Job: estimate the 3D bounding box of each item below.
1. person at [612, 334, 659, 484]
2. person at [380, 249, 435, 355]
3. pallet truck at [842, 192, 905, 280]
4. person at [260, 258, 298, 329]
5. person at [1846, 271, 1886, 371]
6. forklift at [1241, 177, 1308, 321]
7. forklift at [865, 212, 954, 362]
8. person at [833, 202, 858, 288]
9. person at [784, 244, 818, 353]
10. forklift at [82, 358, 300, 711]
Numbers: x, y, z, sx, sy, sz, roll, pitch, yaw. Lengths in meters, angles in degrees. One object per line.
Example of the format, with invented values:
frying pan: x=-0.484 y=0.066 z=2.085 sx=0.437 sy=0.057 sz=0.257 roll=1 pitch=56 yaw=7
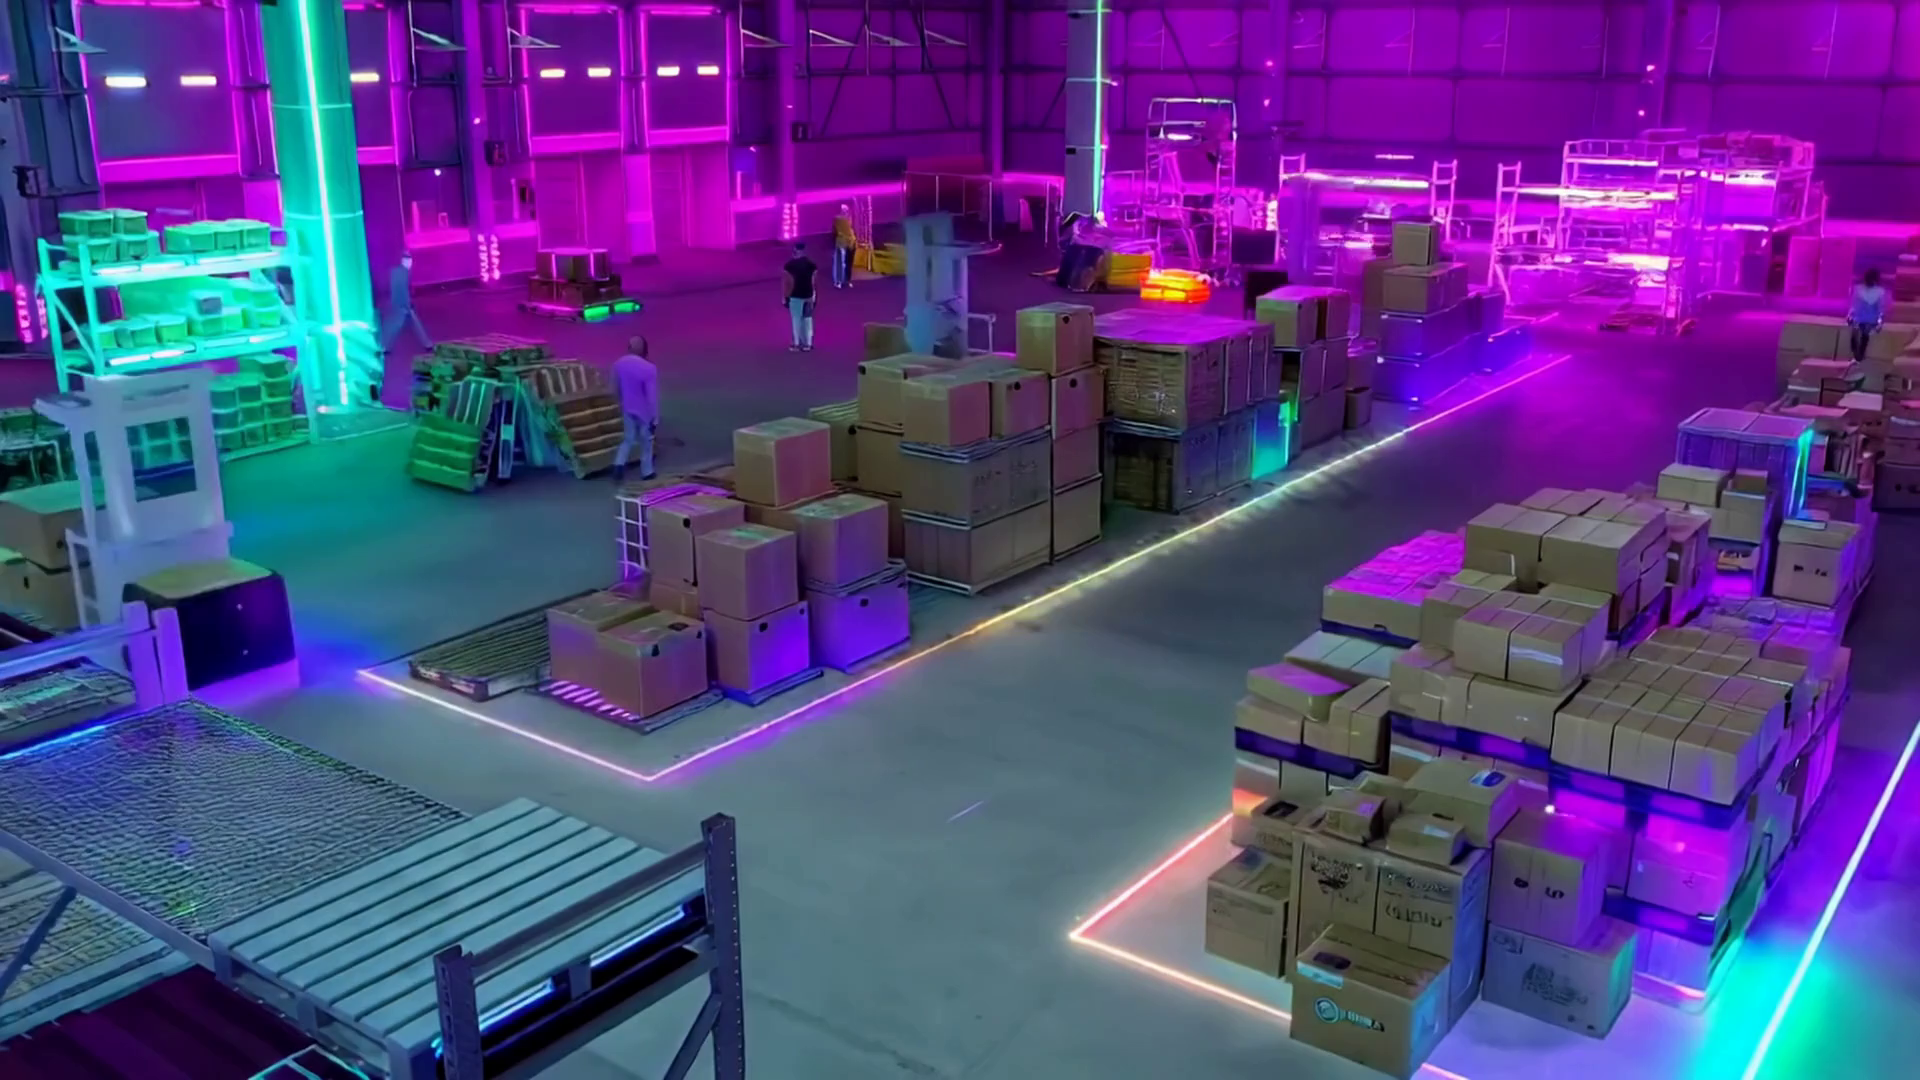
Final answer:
person: x=-4.050 y=-1.607 z=20.732 sx=0.647 sy=1.924 sz=0.657 roll=8 pitch=19 yaw=26
person: x=-9.841 y=-4.203 z=29.418 sx=1.026 sy=1.876 sz=0.607 roll=-10 pitch=19 yaw=-30
pallet truck: x=-1.936 y=-7.159 z=38.982 sx=1.885 sy=1.965 sz=0.823 roll=-12 pitch=21 yaw=-34
person: x=-13.089 y=-4.805 z=31.753 sx=0.799 sy=1.670 sz=0.537 roll=-15 pitch=22 yaw=-40
person: x=15.265 y=-3.705 z=28.078 sx=0.540 sy=1.690 sz=0.460 roll=9 pitch=19 yaw=27
forklift: x=6.514 y=-5.649 z=32.479 sx=1.873 sy=2.768 sz=1.129 roll=3 pitch=17 yaw=8
forklift: x=-0.496 y=-3.696 z=26.012 sx=1.873 sy=2.768 sz=1.129 roll=12 pitch=20 yaw=34
person: x=-2.565 y=-6.628 z=37.372 sx=0.581 sy=1.919 sz=0.398 roll=3 pitch=17 yaw=10
person: x=-2.835 y=-4.310 z=29.675 sx=0.634 sy=1.929 sz=0.381 roll=-9 pitch=19 yaw=-27
forklift: x=-6.686 y=-0.097 z=14.096 sx=1.873 sy=2.768 sz=1.129 roll=14 pitch=22 yaw=38
